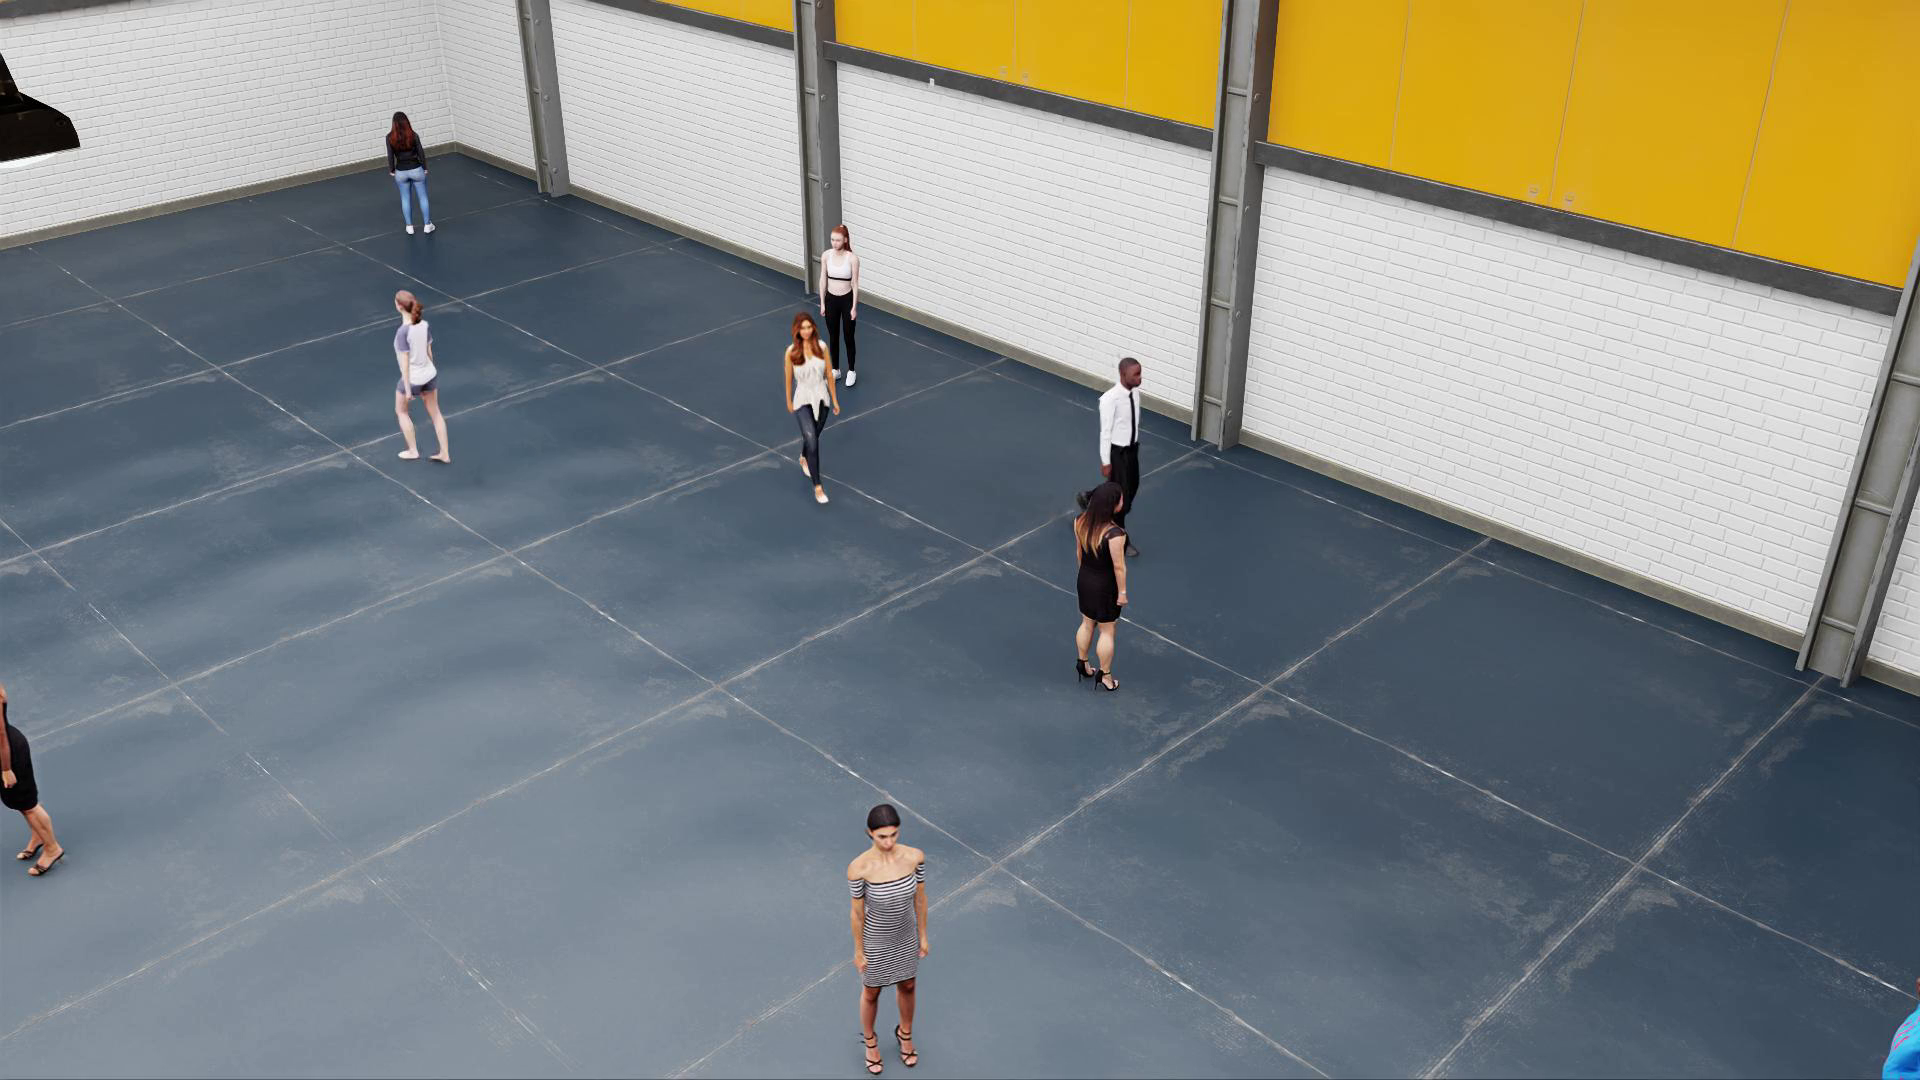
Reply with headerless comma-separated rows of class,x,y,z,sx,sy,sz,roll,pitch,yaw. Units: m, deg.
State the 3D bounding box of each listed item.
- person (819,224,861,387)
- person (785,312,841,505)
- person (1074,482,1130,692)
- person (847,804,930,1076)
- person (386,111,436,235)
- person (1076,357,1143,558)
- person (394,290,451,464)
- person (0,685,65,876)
person,-1.266,-2.502,17.707,0.619,1.741,0.729,8,30,14
person,-1.407,-1.289,15.485,0.833,1.740,1.198,-13,31,-23
person,1.057,0.346,12.511,0.742,1.717,0.558,-21,35,-34
person,-0.390,2.172,9.060,0.653,1.817,0.647,-11,30,-19
person,-7.366,-4.923,22.254,0.719,1.637,0.742,-5,29,-9
person,1.311,-0.760,14.442,0.982,1.811,0.672,24,36,36
person,-5.113,-1.514,15.889,0.816,1.748,0.687,16,33,27
person,-6.091,1.362,10.622,0.650,1.743,0.482,-21,35,-33
